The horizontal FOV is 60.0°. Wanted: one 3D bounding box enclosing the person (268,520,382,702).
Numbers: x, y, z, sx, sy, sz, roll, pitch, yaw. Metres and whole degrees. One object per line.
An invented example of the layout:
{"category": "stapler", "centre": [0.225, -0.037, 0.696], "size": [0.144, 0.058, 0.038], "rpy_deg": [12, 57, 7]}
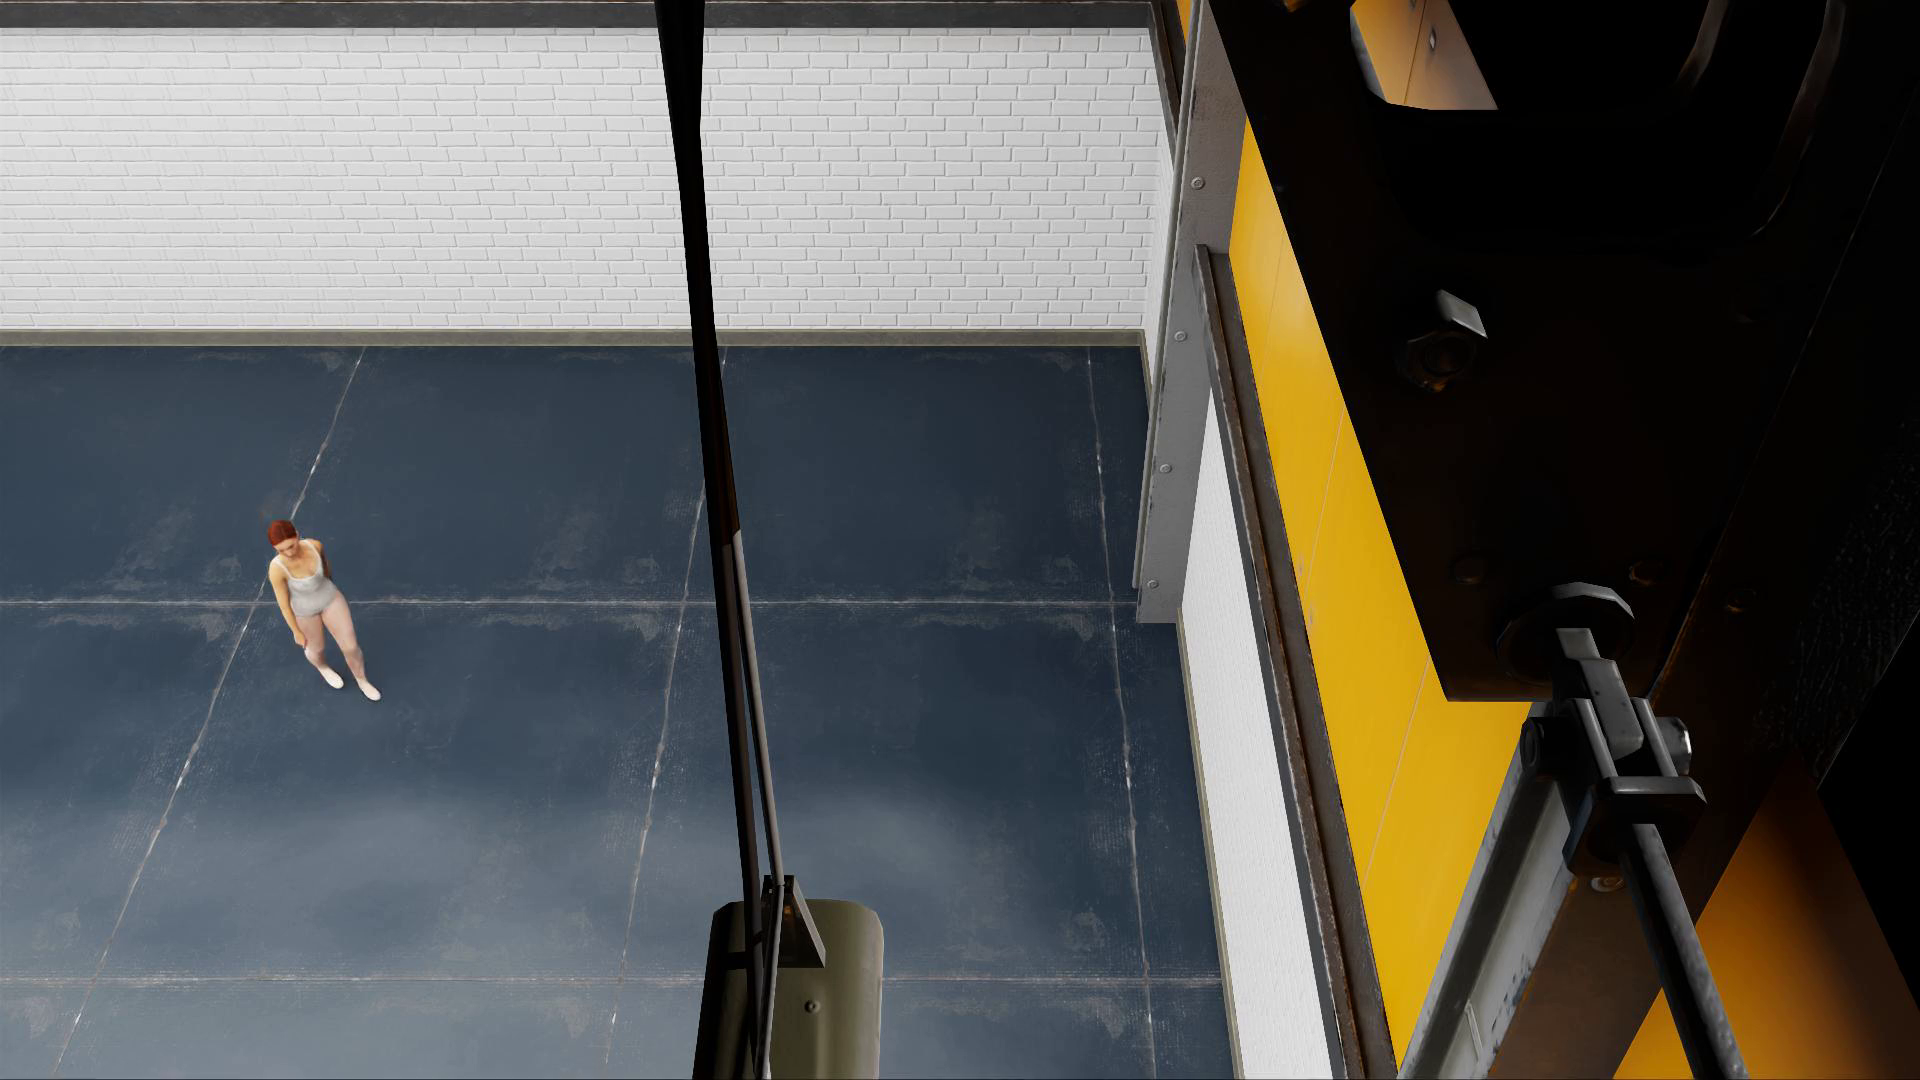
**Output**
{"category": "person", "centre": [-4.113, 0.392, 10.534], "size": [0.861, 1.612, 0.804], "rpy_deg": [27, 50, 25]}
